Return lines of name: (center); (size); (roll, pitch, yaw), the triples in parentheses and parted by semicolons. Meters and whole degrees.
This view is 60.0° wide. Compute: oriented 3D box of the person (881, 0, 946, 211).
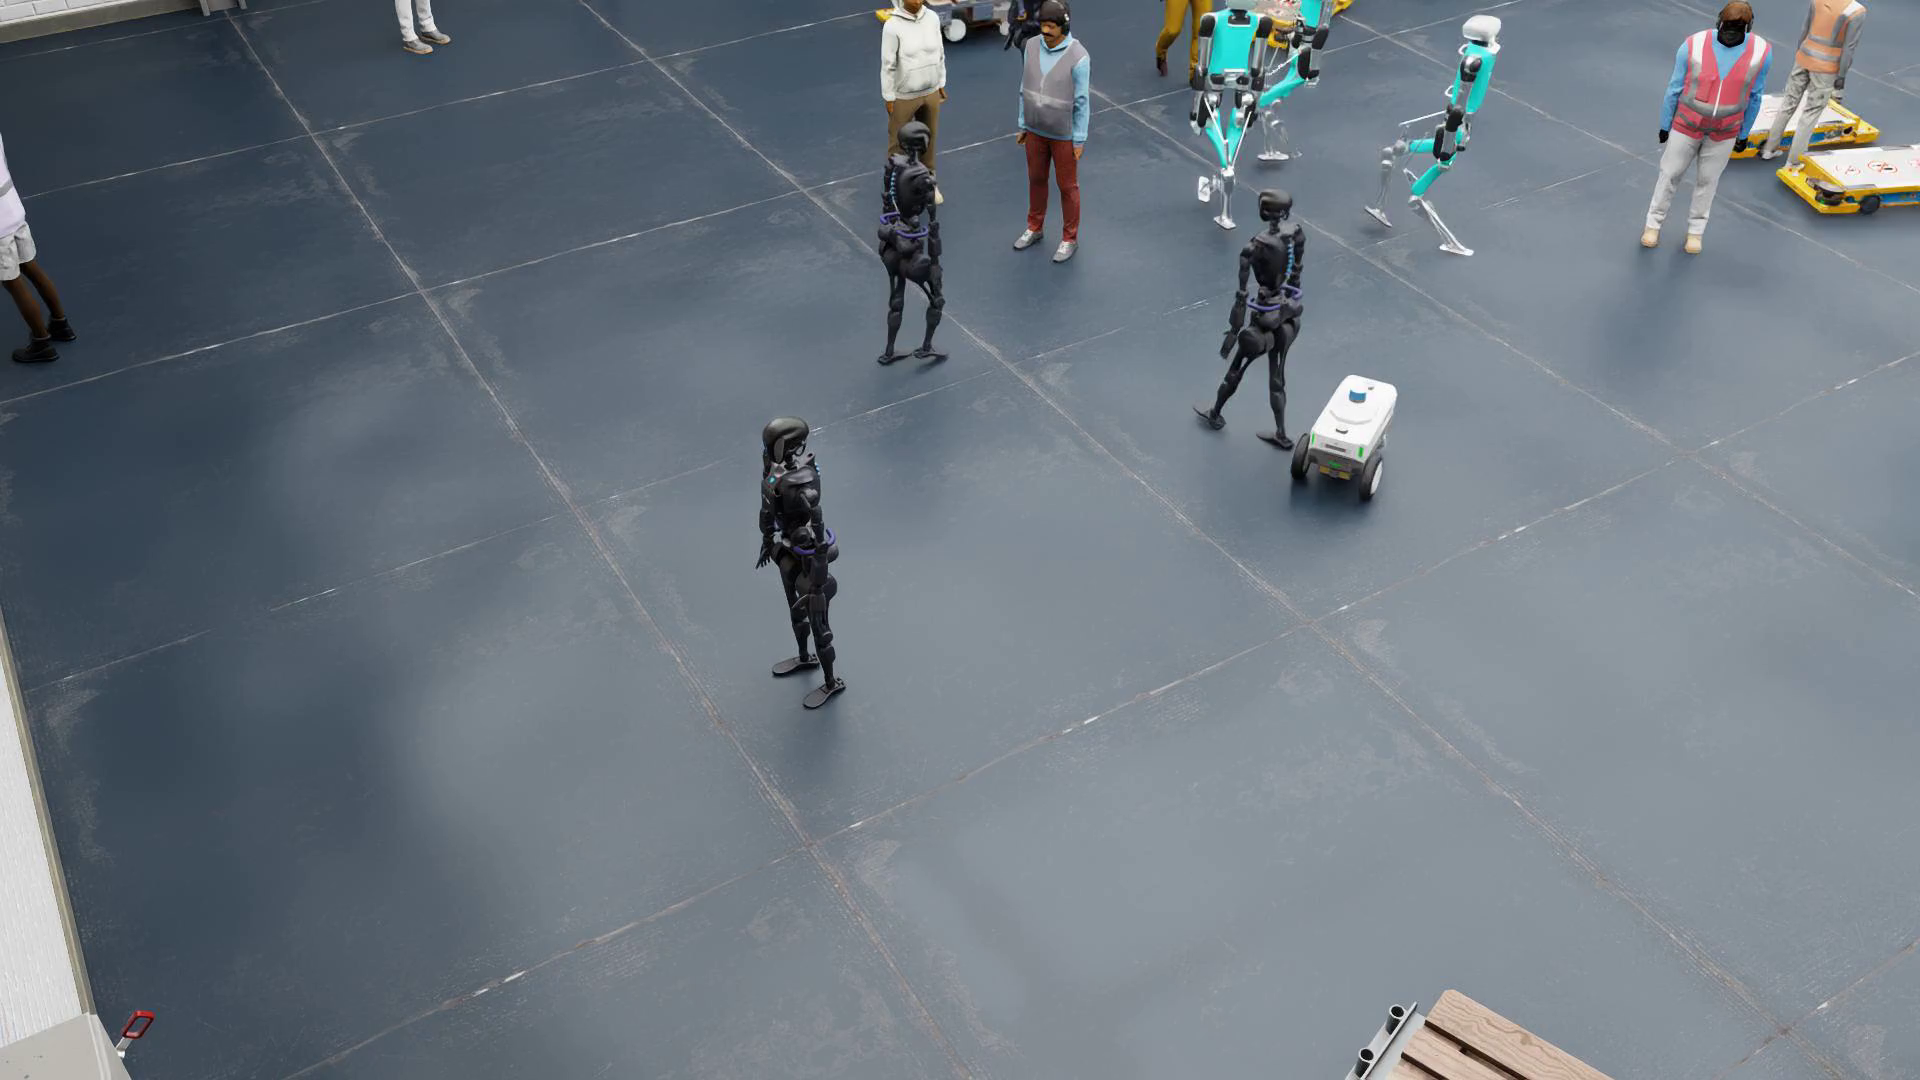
person: (-0.358, -3.296, 12.253); (0.515, 1.759, 0.370); (-19, 42, -23)

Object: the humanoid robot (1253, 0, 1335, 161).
humanoid robot: (2.493, -3.670, 12.751); (0.822, 1.795, 0.535); (-4, 39, -5)

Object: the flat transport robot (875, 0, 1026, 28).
flat transport robot: (-0.009, -4.959, 15.549); (1.431, 0.231, 0.659); (-15, 41, -18)

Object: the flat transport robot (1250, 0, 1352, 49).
flat transport robot: (3.081, -4.937, 15.521); (0.659, 0.231, 1.431); (22, 43, 26)

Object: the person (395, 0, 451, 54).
person: (-4.872, -5.239, 14.614); (0.354, 1.878, 0.566); (20, 42, 23)

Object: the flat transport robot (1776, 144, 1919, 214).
flat transport robot: (7.131, -2.776, 12.794); (1.431, 0.231, 0.659); (-5, 39, -7)

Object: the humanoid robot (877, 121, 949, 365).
humanoid robot: (-0.338, -1.863, 10.515); (0.427, 1.643, 0.600); (-25, 45, -28)

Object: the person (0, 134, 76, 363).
person: (-6.116, -2.020, 10.512); (0.385, 1.929, 0.537); (-2, 38, -3)

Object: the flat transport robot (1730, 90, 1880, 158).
flat transport robot: (6.686, -3.394, 13.574); (1.431, 0.231, 0.659); (-9, 39, -11)

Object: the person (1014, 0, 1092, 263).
person: (0.659, -2.873, 11.629); (0.543, 1.872, 0.412); (24, 44, 27)

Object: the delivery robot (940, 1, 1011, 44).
delivery robot: (0.112, -4.893, 15.249); (0.814, 0.611, 0.499); (-8, 39, -10)

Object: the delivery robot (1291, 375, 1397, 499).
delivery robot: (2.312, -0.640, 9.869); (0.508, 0.595, 0.766); (18, 42, 22)

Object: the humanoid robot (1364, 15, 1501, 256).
humanoid robot: (3.290, -2.887, 11.808); (1.035, 1.780, 0.541); (20, 42, 23)

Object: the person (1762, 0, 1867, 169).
person: (6.602, -3.638, 12.783); (0.313, 1.633, 0.517); (-15, 41, -18)

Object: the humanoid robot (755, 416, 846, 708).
humanoid robot: (-0.773, 0.102, 8.018); (0.315, 1.657, 0.599); (-22, 43, -25)

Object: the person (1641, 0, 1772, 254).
person: (5.238, -2.898, 11.694); (0.630, 1.837, 0.431); (11, 40, 13)

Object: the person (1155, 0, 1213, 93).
person: (1.922, -4.676, 14.005); (0.567, 1.732, 0.638); (-12, 40, -15)

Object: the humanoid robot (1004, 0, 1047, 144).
humanoid robot: (0.572, -3.987, 13.189); (0.482, 1.644, 0.600); (-24, 44, -28)

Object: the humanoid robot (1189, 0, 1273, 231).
humanoid robot: (1.956, -3.010, 11.903); (0.571, 1.730, 0.993); (-6, 39, -7)

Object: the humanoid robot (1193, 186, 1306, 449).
humanoid robot: (1.778, -1.327, 9.850); (0.589, 1.629, 0.659); (-28, 46, -31)
